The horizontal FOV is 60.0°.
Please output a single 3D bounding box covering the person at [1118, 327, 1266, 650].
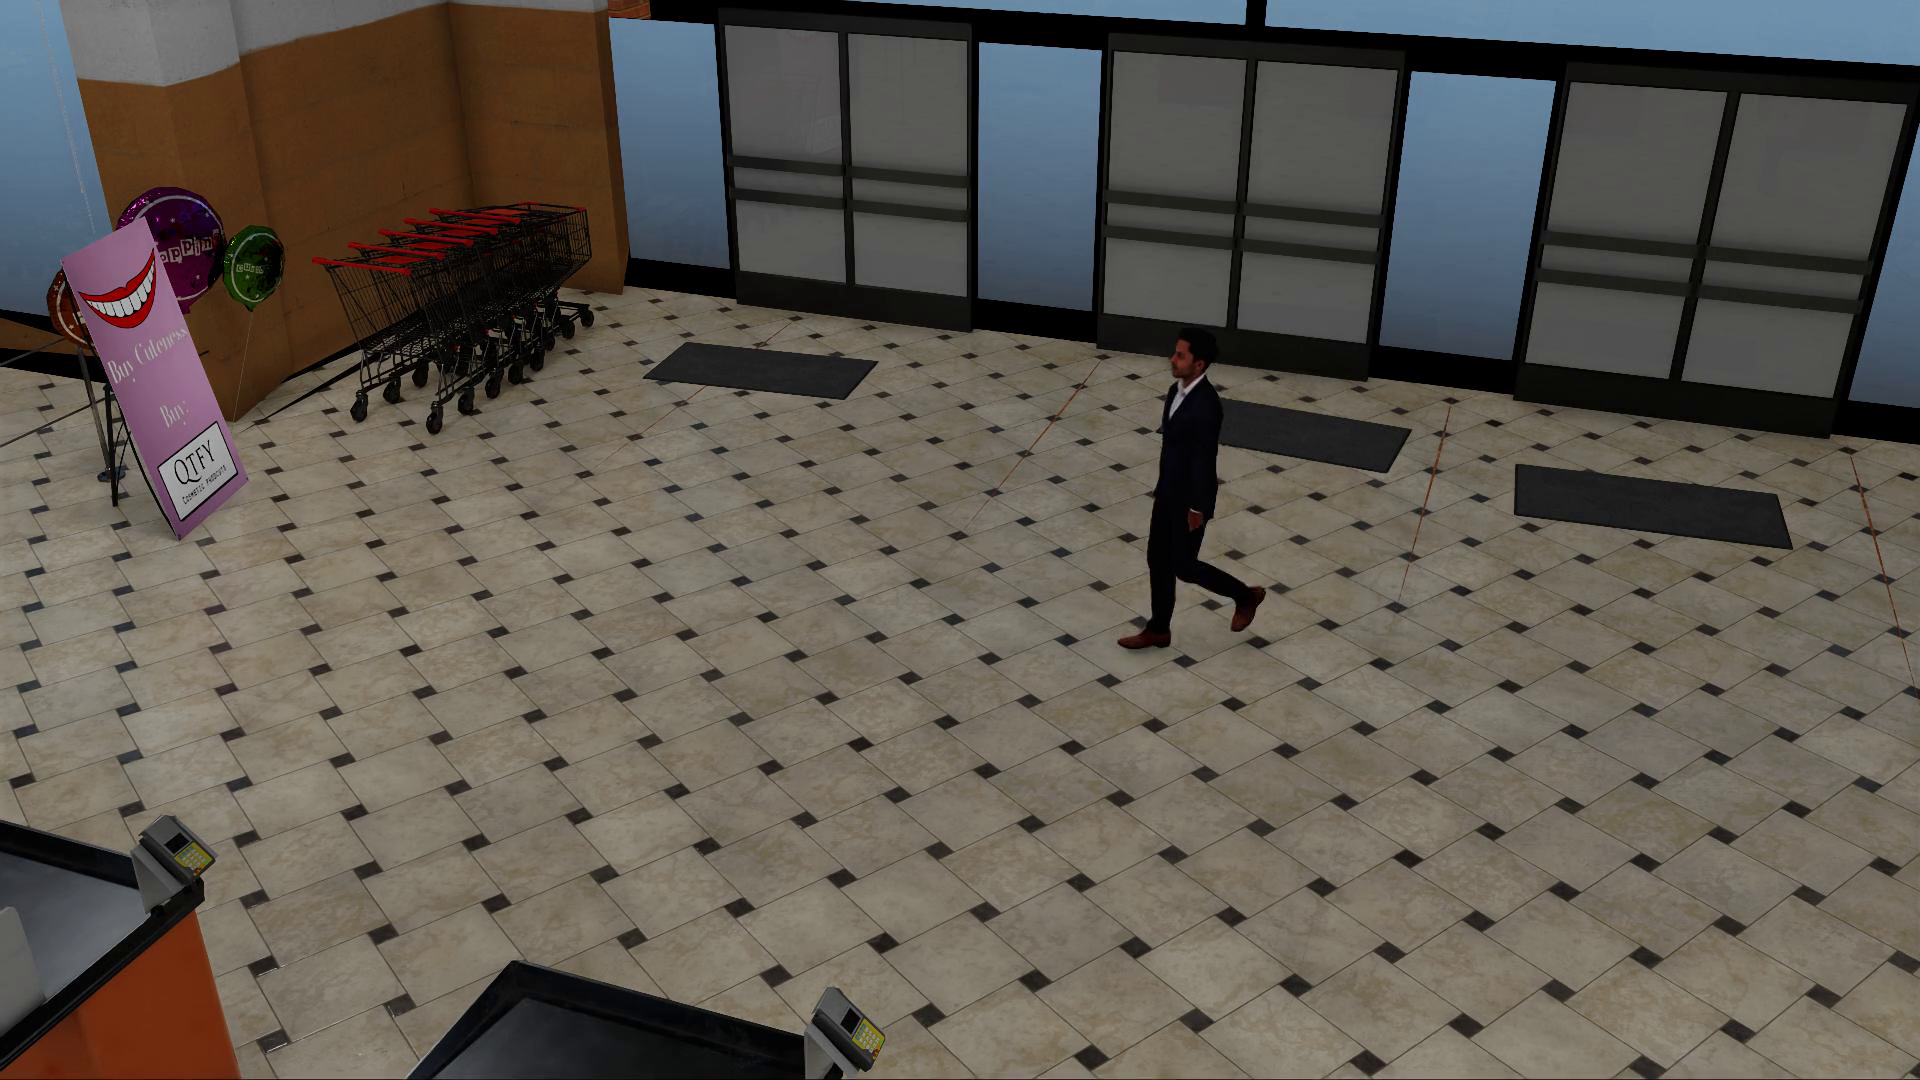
[{"bbox_3d":[1.191,-0.218,8.179,1.018,1.707,1.036,-6,27,-11],"label":"person"}]
